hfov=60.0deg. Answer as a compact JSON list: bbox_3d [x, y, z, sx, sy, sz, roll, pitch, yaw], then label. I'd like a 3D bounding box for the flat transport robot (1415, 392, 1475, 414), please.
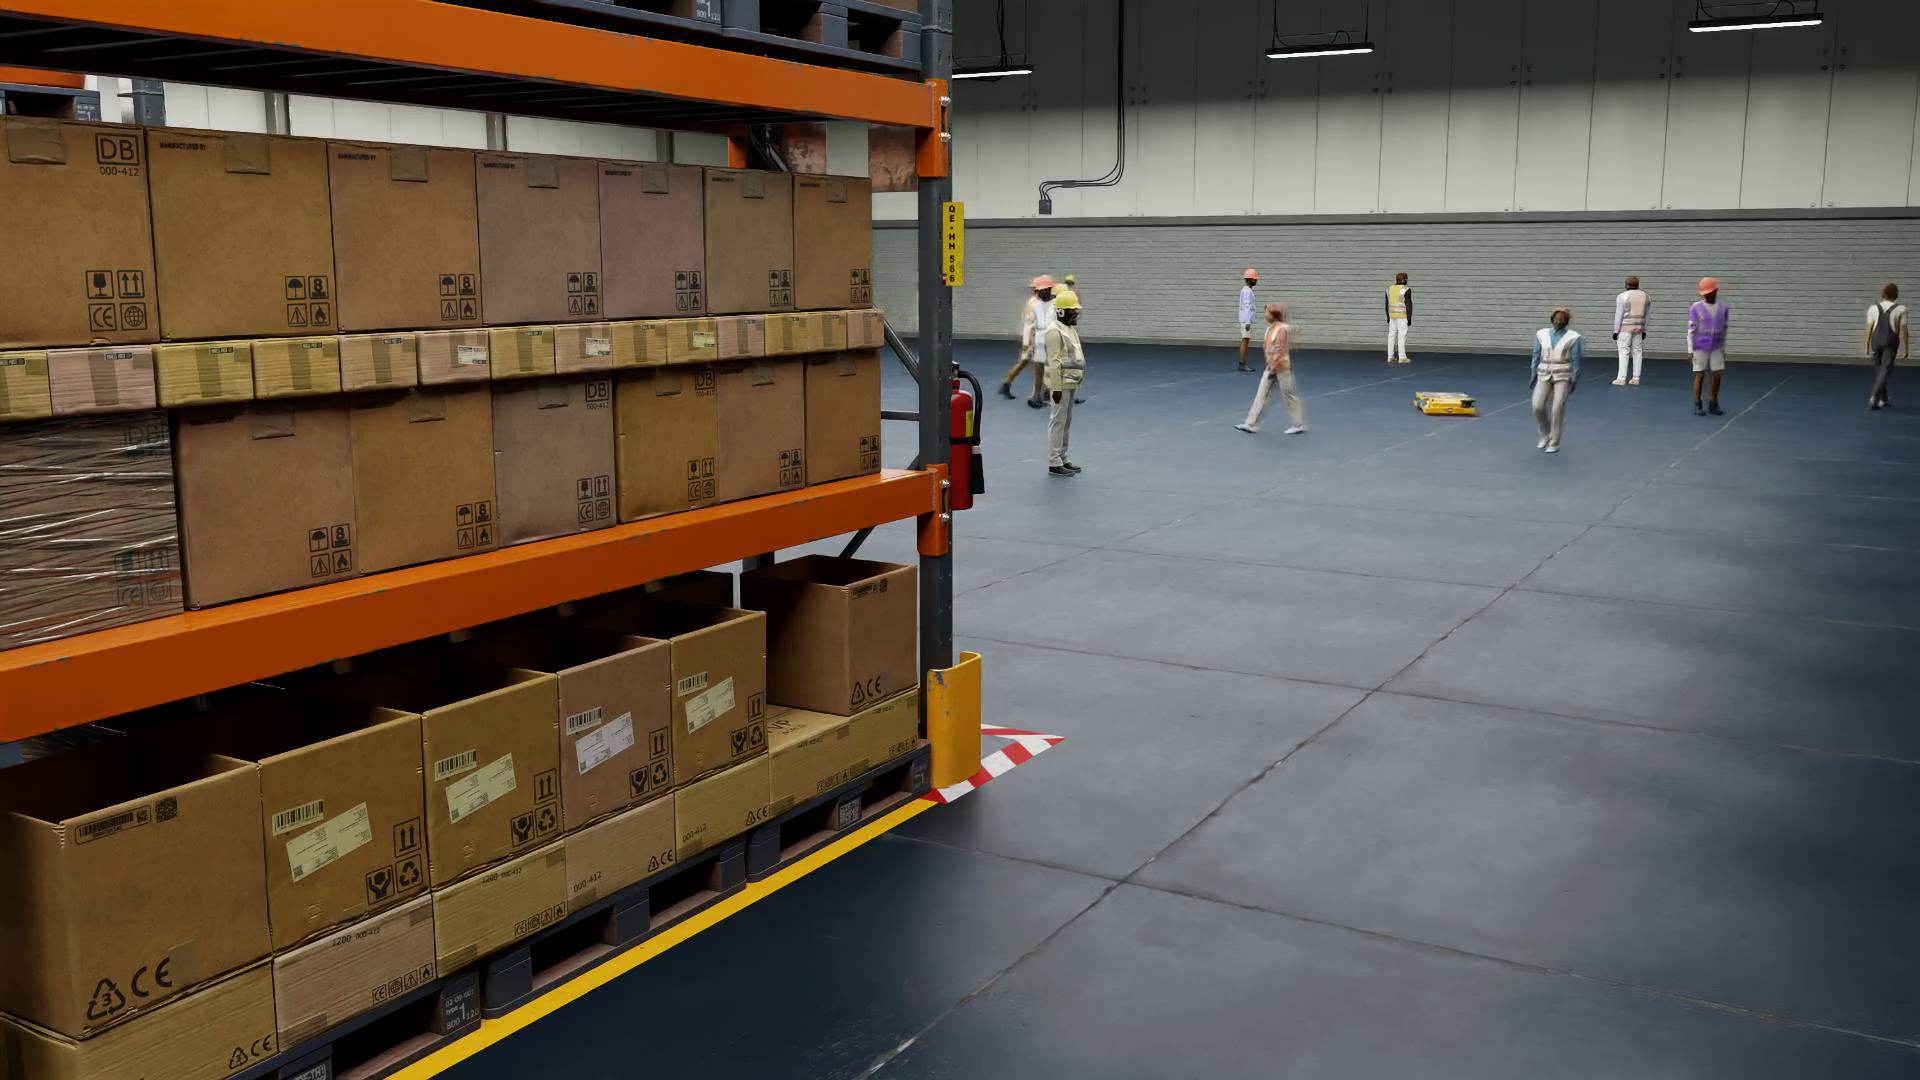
[{"bbox_3d":[6.788,-1.931,23.321,0.652,0.197,1.431,2,10,9],"label":"flat transport robot"}]

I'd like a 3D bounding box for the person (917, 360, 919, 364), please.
[{"bbox_3d":[-0.463,-3.939,30.254,0.497,1.914,0.604,-1,10,-4],"label":"person"}]

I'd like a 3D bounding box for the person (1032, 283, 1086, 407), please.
[{"bbox_3d":[1.391,-2.809,24.056,0.914,1.787,0.623,-3,10,-19],"label":"person"}]

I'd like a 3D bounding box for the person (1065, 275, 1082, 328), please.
[{"bbox_3d":[2.517,-5.158,37.876,0.539,1.744,0.558,3,10,16],"label":"person"}]

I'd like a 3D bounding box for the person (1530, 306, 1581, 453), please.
[{"bbox_3d":[6.571,-1.769,18.401,0.531,1.619,0.368,7,12,36],"label":"person"}]

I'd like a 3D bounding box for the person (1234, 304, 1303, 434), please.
[{"bbox_3d":[3.839,-2.080,20.320,0.851,1.592,0.521,-3,10,-15],"label":"person"}]

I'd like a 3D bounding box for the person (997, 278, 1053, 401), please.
[{"bbox_3d":[1.037,-3.031,25.092,1.009,1.885,0.582,1,10,8],"label":"person"}]

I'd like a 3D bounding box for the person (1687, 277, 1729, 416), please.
[{"bbox_3d":[10.152,-2.621,22.615,0.563,1.890,0.543,1,10,3],"label":"person"}]

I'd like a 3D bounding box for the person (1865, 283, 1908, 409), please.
[{"bbox_3d":[13.241,-2.775,23.803,0.959,1.809,0.528,-9,13,-42],"label":"person"}]

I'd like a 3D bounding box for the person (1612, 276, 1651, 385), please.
[{"bbox_3d":[11.331,-3.538,28.144,0.634,1.839,0.429,-2,10,-12],"label":"person"}]

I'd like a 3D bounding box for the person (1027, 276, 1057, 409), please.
[{"bbox_3d":[1.230,-2.818,23.780,0.554,1.881,0.959,3,10,18],"label":"person"}]

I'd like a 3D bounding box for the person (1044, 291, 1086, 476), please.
[{"bbox_3d":[1.047,-1.556,16.556,0.404,1.830,0.603,3,10,19],"label":"person"}]

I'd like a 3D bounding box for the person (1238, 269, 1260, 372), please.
[{"bbox_3d":[5.458,-4.147,31.420,0.375,1.935,0.551,2,10,9],"label":"person"}]

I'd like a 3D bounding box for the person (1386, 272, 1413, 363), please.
[{"bbox_3d":[9.017,-4.554,34.089,0.429,1.840,0.633,-7,12,-34],"label":"person"}]
